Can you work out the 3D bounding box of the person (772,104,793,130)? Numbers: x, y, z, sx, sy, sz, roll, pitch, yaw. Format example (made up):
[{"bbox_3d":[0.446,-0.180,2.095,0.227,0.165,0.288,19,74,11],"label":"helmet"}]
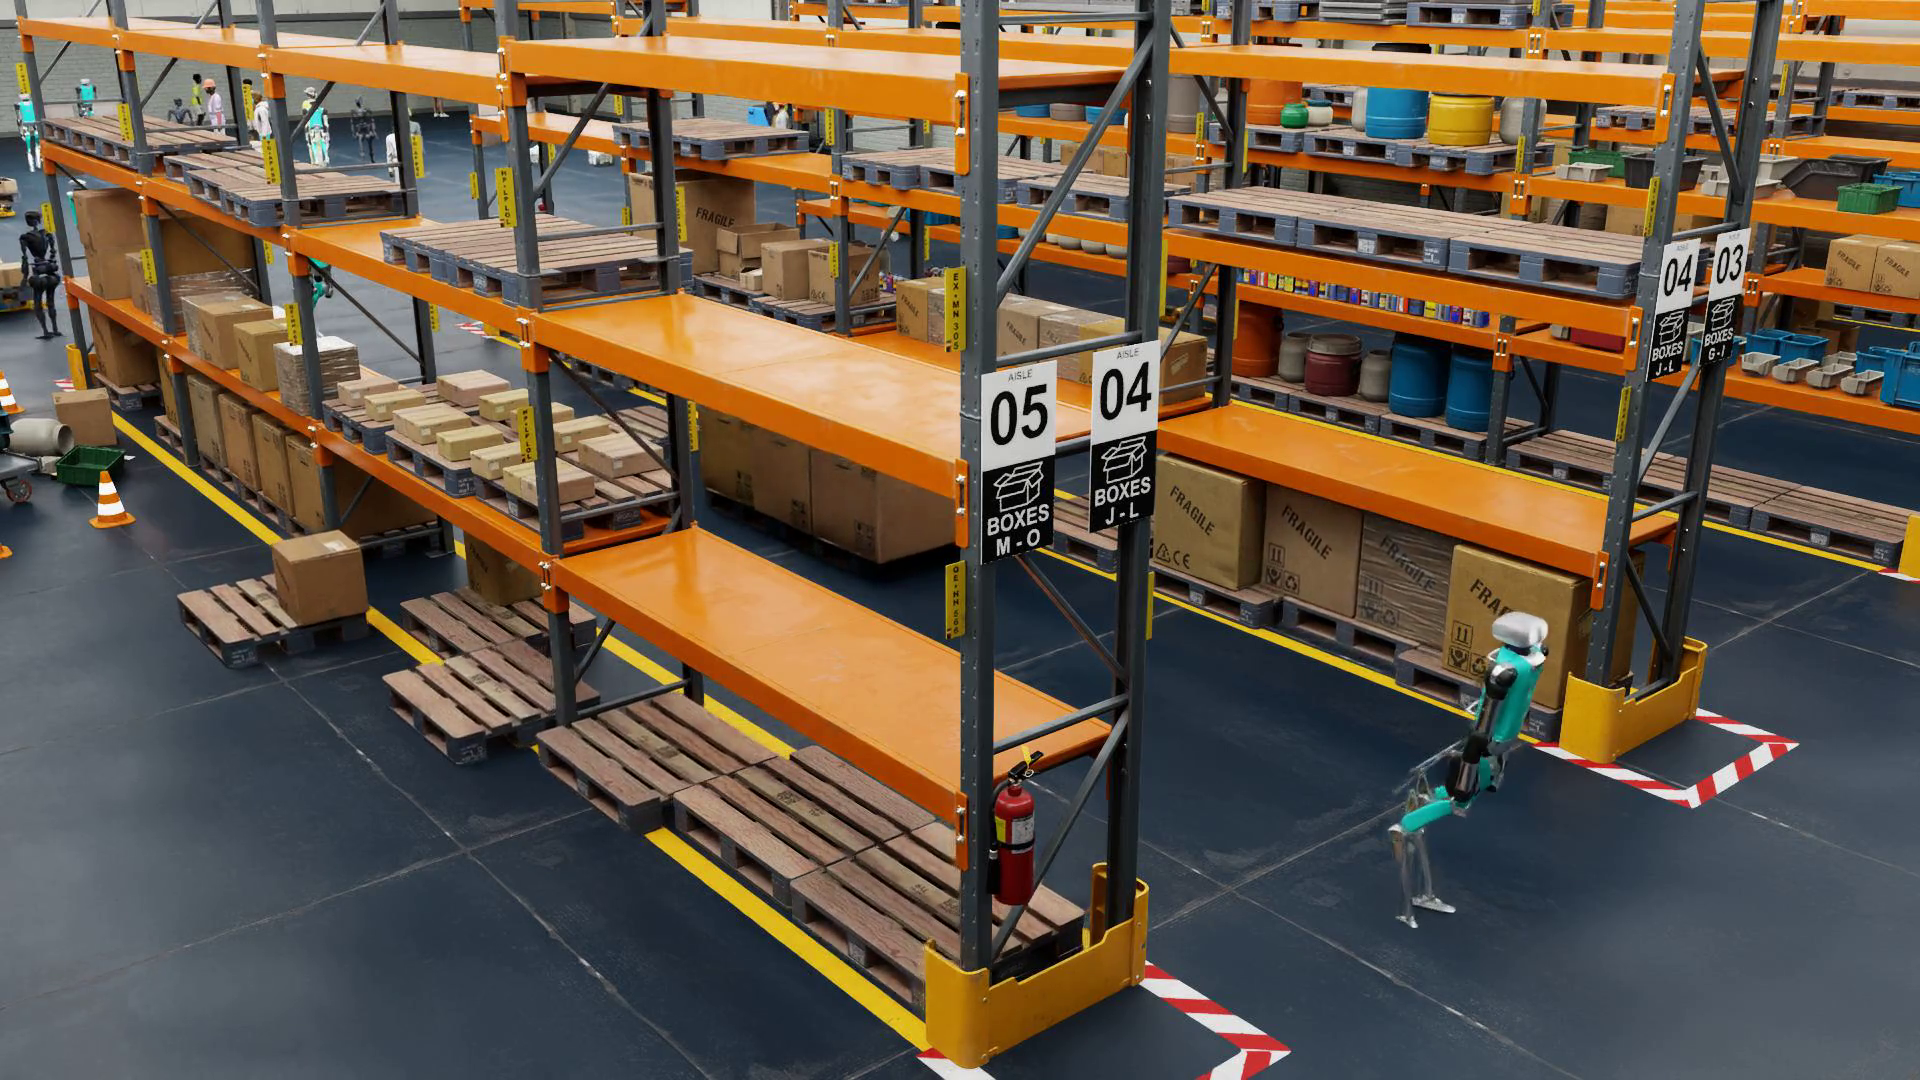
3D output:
[{"bbox_3d":[-4.007,-8.902,37.069,0.717,1.729,0.415,7,20,18],"label":"person"}]

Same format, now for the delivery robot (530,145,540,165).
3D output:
[{"bbox_3d":[-10.015,-9.184,39.665,0.499,0.611,0.814,7,21,20],"label":"delivery robot"}]

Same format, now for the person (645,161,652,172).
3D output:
[{"bbox_3d":[-5.190,-6.012,28.512,0.374,1.958,0.596,1,19,3],"label":"person"}]

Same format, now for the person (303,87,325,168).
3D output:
[{"bbox_3d":[-14.984,-9.528,38.609,0.518,1.893,0.401,12,23,31],"label":"person"}]

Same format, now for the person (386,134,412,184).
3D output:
[{"bbox_3d":[-10.535,-7.036,31.524,0.582,1.882,0.340,-3,20,-9],"label":"person"}]

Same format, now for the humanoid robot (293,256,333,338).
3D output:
[{"bbox_3d":[-8.097,-3.140,20.656,0.947,1.761,0.543,5,20,13],"label":"humanoid robot"}]

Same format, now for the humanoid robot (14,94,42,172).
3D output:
[{"bbox_3d":[-21.575,-9.436,38.612,0.541,1.810,0.770,-14,24,-34],"label":"humanoid robot"}]

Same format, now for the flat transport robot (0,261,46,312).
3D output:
[{"bbox_3d":[-13.663,-3.266,23.231,0.659,0.231,1.431,16,25,38],"label":"flat transport robot"}]

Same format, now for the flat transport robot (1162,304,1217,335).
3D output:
[{"bbox_3d":[3.444,-2.948,22.327,0.659,0.231,1.431,-14,24,-34],"label":"flat transport robot"}]

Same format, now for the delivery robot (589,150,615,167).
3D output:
[{"bbox_3d":[-8.611,-9.247,39.795,0.499,0.577,0.769,-12,23,-31],"label":"delivery robot"}]

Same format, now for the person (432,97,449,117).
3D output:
[{"bbox_3d":[-16.247,-14.097,51.630,0.495,1.879,0.402,10,22,27],"label":"person"}]

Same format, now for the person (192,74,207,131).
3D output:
[{"bbox_3d":[-21.311,-12.213,46.584,0.390,1.660,0.576,-4,20,-12],"label":"person"}]

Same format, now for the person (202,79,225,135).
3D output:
[{"bbox_3d":[-17.636,-9.884,39.419,0.398,2.035,0.598,-15,24,-36],"label":"person"}]

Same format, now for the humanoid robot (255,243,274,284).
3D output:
[{"bbox_3d":[-10.421,-4.483,24.591,0.590,1.632,0.688,3,20,8],"label":"humanoid robot"}]

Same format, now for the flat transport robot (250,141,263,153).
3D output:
[{"bbox_3d":[-16.048,-8.209,37.298,0.659,0.231,1.431,7,20,18],"label":"flat transport robot"}]

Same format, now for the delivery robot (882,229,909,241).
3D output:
[{"bbox_3d":[-0.996,-5.590,29.442,0.803,0.614,0.499,-16,25,-38],"label":"delivery robot"}]

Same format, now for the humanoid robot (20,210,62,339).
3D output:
[{"bbox_3d":[-11.979,-3.469,21.676,0.351,1.654,0.589,5,20,13],"label":"humanoid robot"}]

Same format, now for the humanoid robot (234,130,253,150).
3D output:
[{"bbox_3d":[-15.061,-8.183,35.140,0.683,1.637,0.597,-1,19,-4],"label":"humanoid robot"}]

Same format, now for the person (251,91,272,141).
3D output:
[{"bbox_3d":[-15.680,-9.125,37.426,0.372,1.917,0.490,-9,21,-25],"label":"person"}]

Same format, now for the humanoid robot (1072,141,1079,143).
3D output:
[{"bbox_3d":[2.604,-7.546,33.255,0.829,1.802,0.543,-14,24,-34],"label":"humanoid robot"}]

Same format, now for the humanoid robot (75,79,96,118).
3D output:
[{"bbox_3d":[-22.881,-11.134,43.454,0.809,1.805,0.566,11,22,29],"label":"humanoid robot"}]

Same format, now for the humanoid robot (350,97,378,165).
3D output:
[{"bbox_3d":[-14.129,-9.680,39.462,0.611,1.646,0.778,-3,20,-8],"label":"humanoid robot"}]

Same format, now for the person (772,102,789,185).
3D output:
[{"bbox_3d":[-3.887,-8.723,36.331,0.380,1.890,0.563,-4,20,-10],"label":"person"}]

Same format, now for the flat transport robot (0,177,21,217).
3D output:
[{"bbox_3d":[-18.895,-6.357,32.028,1.431,0.231,0.659,13,23,33],"label":"flat transport robot"}]

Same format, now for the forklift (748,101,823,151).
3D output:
[{"bbox_3d":[-4.526,-11.368,42.374,1.129,2.768,1.873,-15,24,-37],"label":"forklift"}]

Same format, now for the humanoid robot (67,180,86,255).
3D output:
[{"bbox_3d":[-12.319,-4.298,23.865,0.680,1.752,0.547,-9,21,-24],"label":"humanoid robot"}]

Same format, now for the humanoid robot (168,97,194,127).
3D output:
[{"bbox_3d":[-18.154,-9.479,38.801,0.613,1.644,0.484,-3,20,-10],"label":"humanoid robot"}]

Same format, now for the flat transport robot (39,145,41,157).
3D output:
[{"bbox_3d":[-22.857,-9.836,41.929,0.659,0.231,1.431,-10,21,-25],"label":"flat transport robot"}]

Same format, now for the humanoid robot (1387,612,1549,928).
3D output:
[{"bbox_3d":[2.493,1.162,8.469,0.806,1.791,0.532,15,24,37],"label":"humanoid robot"}]

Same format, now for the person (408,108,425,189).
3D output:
[{"bbox_3d":[-11.783,-8.401,35.659,0.537,1.708,0.950,-13,23,-32],"label":"person"}]

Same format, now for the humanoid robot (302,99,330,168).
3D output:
[{"bbox_3d":[-14.210,-8.824,36.886,0.545,1.827,0.662,-10,22,-26],"label":"humanoid robot"}]

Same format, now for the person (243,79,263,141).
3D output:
[{"bbox_3d":[-17.869,-10.713,42.033,0.791,1.856,0.403,1,19,2],"label":"person"}]
